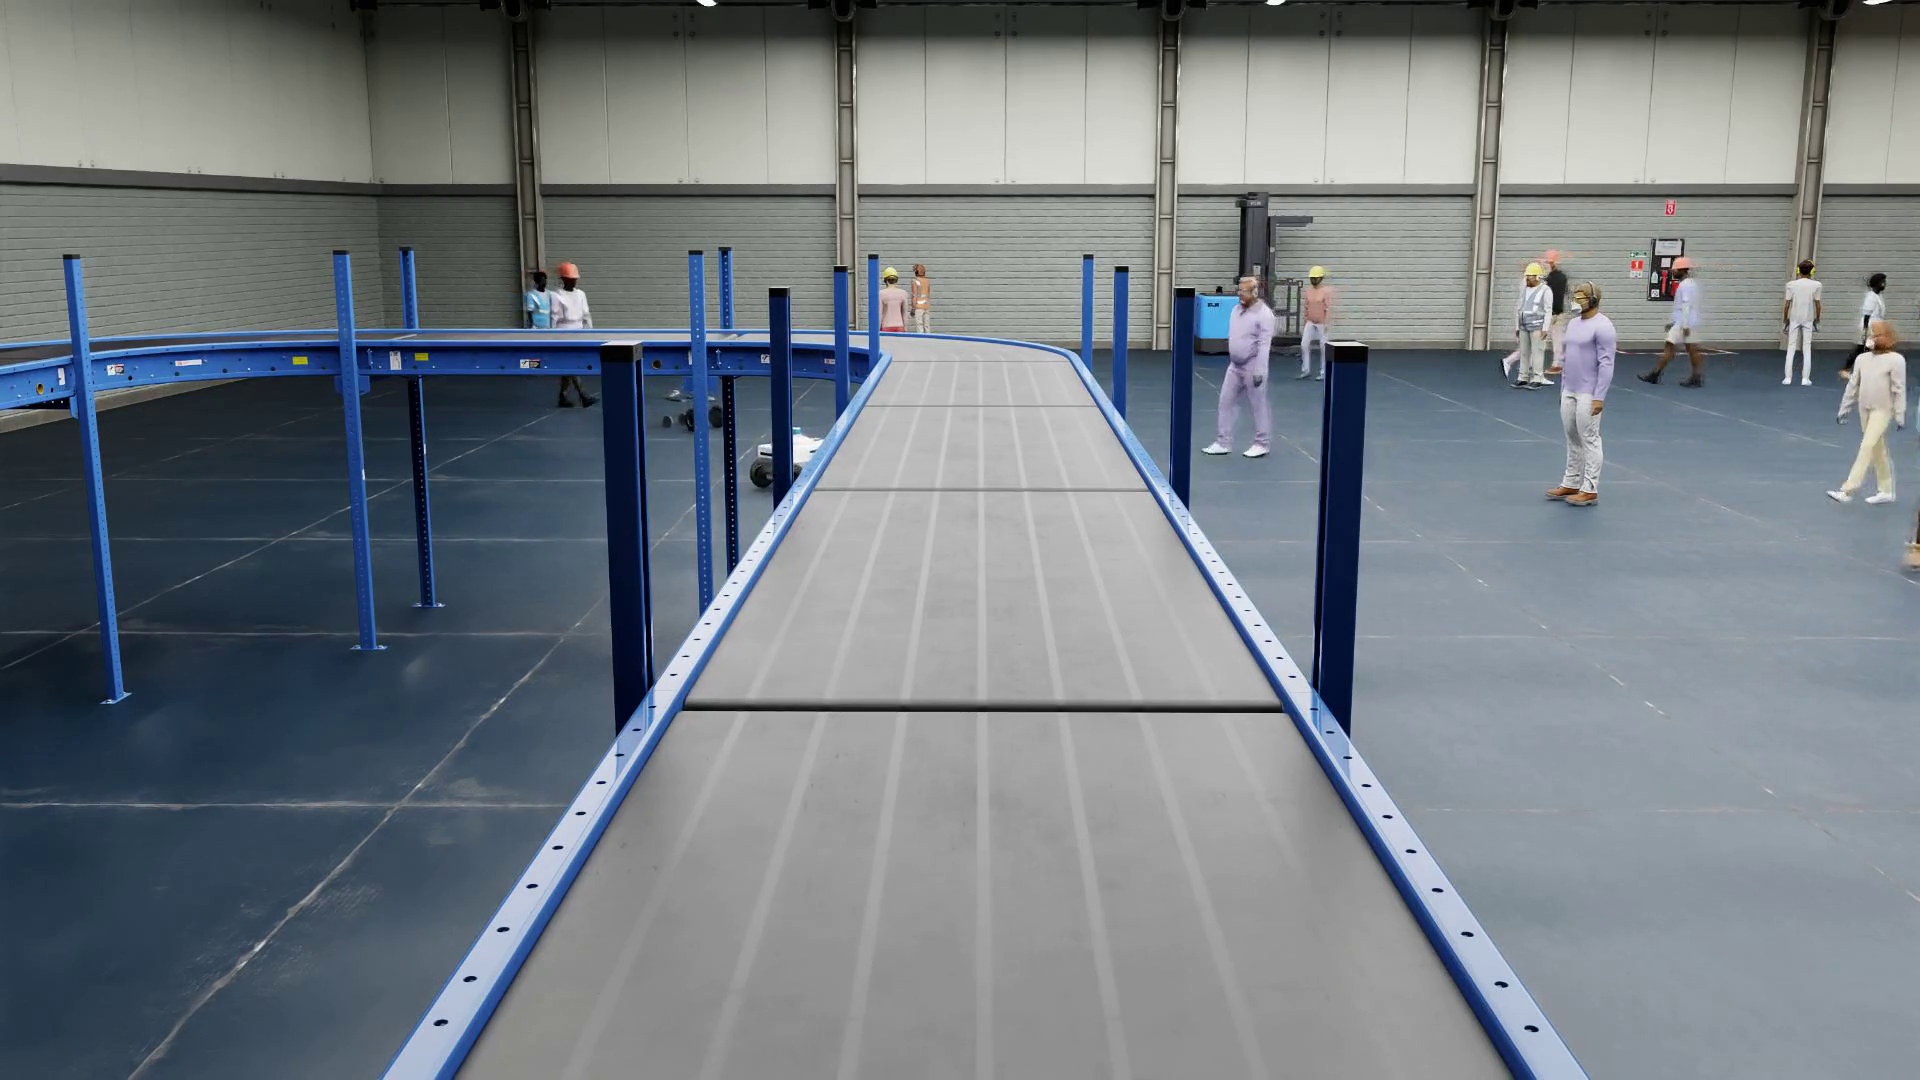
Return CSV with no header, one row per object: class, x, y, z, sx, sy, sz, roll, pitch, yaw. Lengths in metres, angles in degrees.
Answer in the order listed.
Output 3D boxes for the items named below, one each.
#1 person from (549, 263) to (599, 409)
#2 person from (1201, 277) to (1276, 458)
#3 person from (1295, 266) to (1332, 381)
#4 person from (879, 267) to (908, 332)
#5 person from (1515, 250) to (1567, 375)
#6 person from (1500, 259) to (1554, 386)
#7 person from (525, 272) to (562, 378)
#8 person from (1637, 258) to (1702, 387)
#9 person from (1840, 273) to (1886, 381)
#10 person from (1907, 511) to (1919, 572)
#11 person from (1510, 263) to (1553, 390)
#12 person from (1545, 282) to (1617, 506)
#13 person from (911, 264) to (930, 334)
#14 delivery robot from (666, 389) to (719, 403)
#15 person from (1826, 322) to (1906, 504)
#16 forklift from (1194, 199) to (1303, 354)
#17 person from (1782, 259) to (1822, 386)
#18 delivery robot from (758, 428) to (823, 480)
person,-5.033,-2.666,21.819,0.962,1.891,0.549,8,13,34
person,2.902,-1.780,17.280,0.840,1.873,0.685,-7,13,-31
person,5.446,-3.313,25.509,0.541,1.744,0.636,10,15,43
person,-1.017,-3.114,24.439,0.532,1.767,0.328,-6,12,-27
person,9.282,-3.609,26.454,0.913,1.957,0.634,-5,12,-25
person,8.568,-3.274,24.974,0.710,1.882,0.677,3,11,15
person,-6.471,-3.341,25.897,0.872,1.642,0.544,10,15,43
person,10.612,-3.229,24.697,0.978,1.885,0.547,7,13,31
person,13.873,-3.216,25.251,0.876,1.647,0.532,8,14,35
person,7.075,-0.759,11.668,0.665,2.022,0.655,3,12,17
person,8.347,-3.120,24.296,0.403,1.830,0.599,-6,12,-27
person,5.464,-1.287,14.599,0.361,1.939,0.635,-2,11,-12
person,-0.726,-4.233,30.511,0.314,1.639,0.517,7,13,34
delivery robot,-3.206,-1.775,19.877,0.699,0.223,0.335,8,13,34
person,7.880,-1.095,14.486,0.829,1.588,0.530,-3,11,-14
forklift,5.313,-4.851,30.603,1.873,2.768,1.129,0,11,1
person,12.601,-3.257,24.903,0.510,1.872,0.328,6,12,27
delivery robot,-1.538,-0.808,15.575,0.477,0.478,0.707,11,15,43
